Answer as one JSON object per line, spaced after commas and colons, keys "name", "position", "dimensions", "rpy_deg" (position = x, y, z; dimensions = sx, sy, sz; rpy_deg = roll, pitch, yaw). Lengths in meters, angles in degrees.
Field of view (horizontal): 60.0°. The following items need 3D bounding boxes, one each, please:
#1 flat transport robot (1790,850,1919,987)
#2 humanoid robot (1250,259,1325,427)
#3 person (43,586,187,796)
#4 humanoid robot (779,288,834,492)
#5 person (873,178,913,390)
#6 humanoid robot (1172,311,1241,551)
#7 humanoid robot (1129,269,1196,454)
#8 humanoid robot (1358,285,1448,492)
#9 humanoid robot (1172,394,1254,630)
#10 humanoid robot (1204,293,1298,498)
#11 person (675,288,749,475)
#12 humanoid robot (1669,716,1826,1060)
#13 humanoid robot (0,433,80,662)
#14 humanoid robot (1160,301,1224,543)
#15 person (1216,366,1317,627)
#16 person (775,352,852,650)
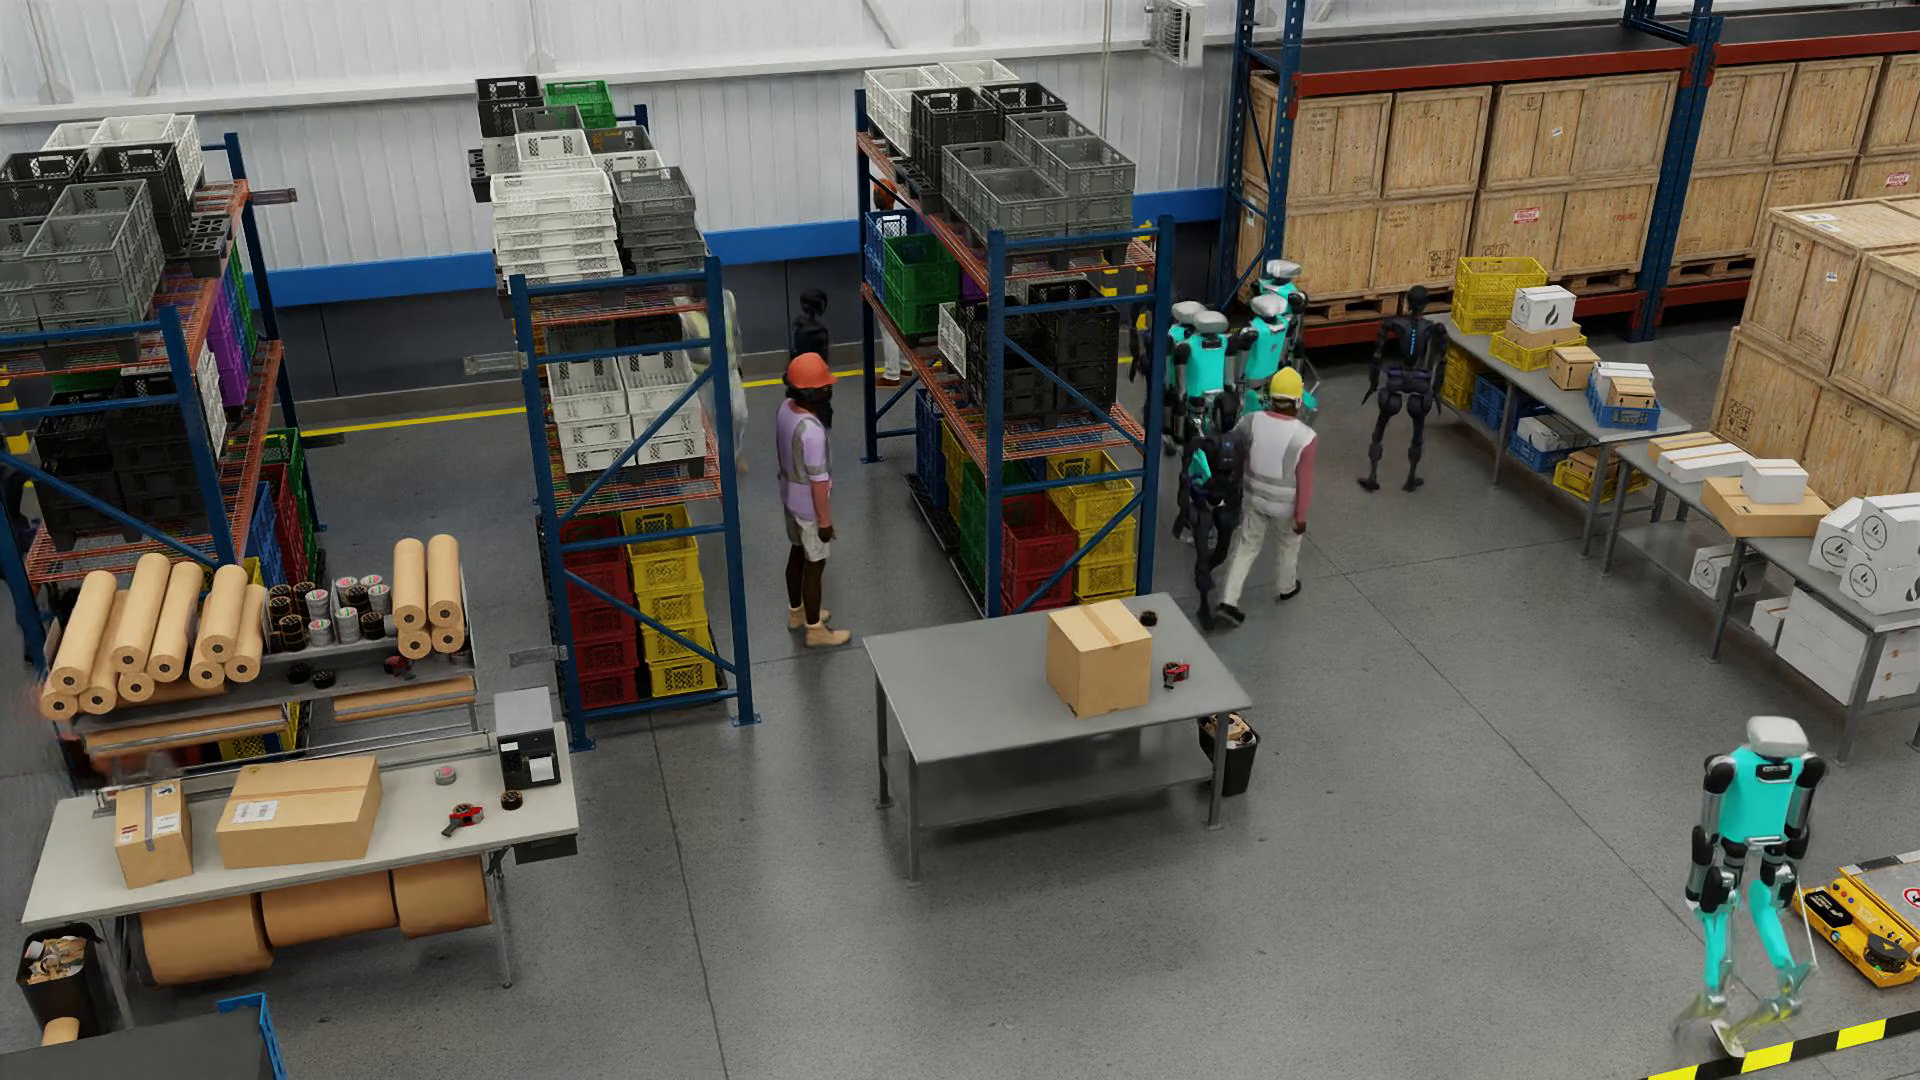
{"name": "flat transport robot", "position": [5.163, 1.916, 8.676], "dimensions": [1.431, 0.231, 0.659], "rpy_deg": [-8, 30, -14]}
{"name": "humanoid robot", "position": [2.620, -1.391, 13.145], "dimensions": [0.667, 1.777, 0.544], "rpy_deg": [-19, 34, -30]}
{"name": "person", "position": [-4.353, 1.057, 8.499], "dimensions": [0.824, 1.929, 0.610], "rpy_deg": [6, 29, 11]}
{"name": "humanoid robot", "position": [-1.181, -1.145, 12.778], "dimensions": [0.385, 1.643, 0.616], "rpy_deg": [-18, 34, -29]}
{"name": "person", "position": [-0.613, -2.232, 14.547], "dimensions": [0.355, 1.881, 0.574], "rpy_deg": [16, 32, 26]}
{"name": "humanoid robot", "position": [1.854, -0.717, 11.923], "dimensions": [0.549, 1.745, 0.777], "rpy_deg": [-13, 31, -22]}
{"name": "humanoid robot", "position": [1.663, -1.536, 13.507], "dimensions": [0.613, 1.635, 0.541], "rpy_deg": [-1, 29, -3]}
{"name": "humanoid robot", "position": [3.419, -1.151, 12.788], "dimensions": [0.603, 1.640, 0.384], "rpy_deg": [6, 29, 11]}
{"name": "humanoid robot", "position": [1.696, -0.262, 11.213], "dimensions": [0.583, 1.652, 0.697], "rpy_deg": [-6, 29, -10]}
{"name": "humanoid robot", "position": [2.078, -1.116, 12.668], "dimensions": [0.543, 1.754, 0.850], "rpy_deg": [-19, 34, -30]}
{"name": "person", "position": [-1.923, -1.269, 12.864], "dimensions": [0.649, 1.819, 0.471], "rpy_deg": [-20, 35, -32]}
{"name": "humanoid robot", "position": [3.628, 1.733, 7.551], "dimensions": [0.535, 1.839, 0.752], "rpy_deg": [-2, 29, -4]}
{"name": "humanoid robot", "position": [-5.966, 0.057, 10.588], "dimensions": [0.589, 1.644, 0.397], "rpy_deg": [-10, 30, -18]}
{"name": "humanoid robot", "position": [1.784, -0.789, 12.110], "dimensions": [0.539, 1.804, 0.799], "rpy_deg": [-16, 33, -27]}
{"name": "person", "position": [2.054, -0.278, 11.091], "dimensions": [0.595, 1.789, 0.881], "rpy_deg": [20, 35, 32]}
{"name": "person", "position": [-0.964, -0.259, 10.793], "dimensions": [0.395, 2.043, 0.607], "rpy_deg": [-14, 32, -23]}
